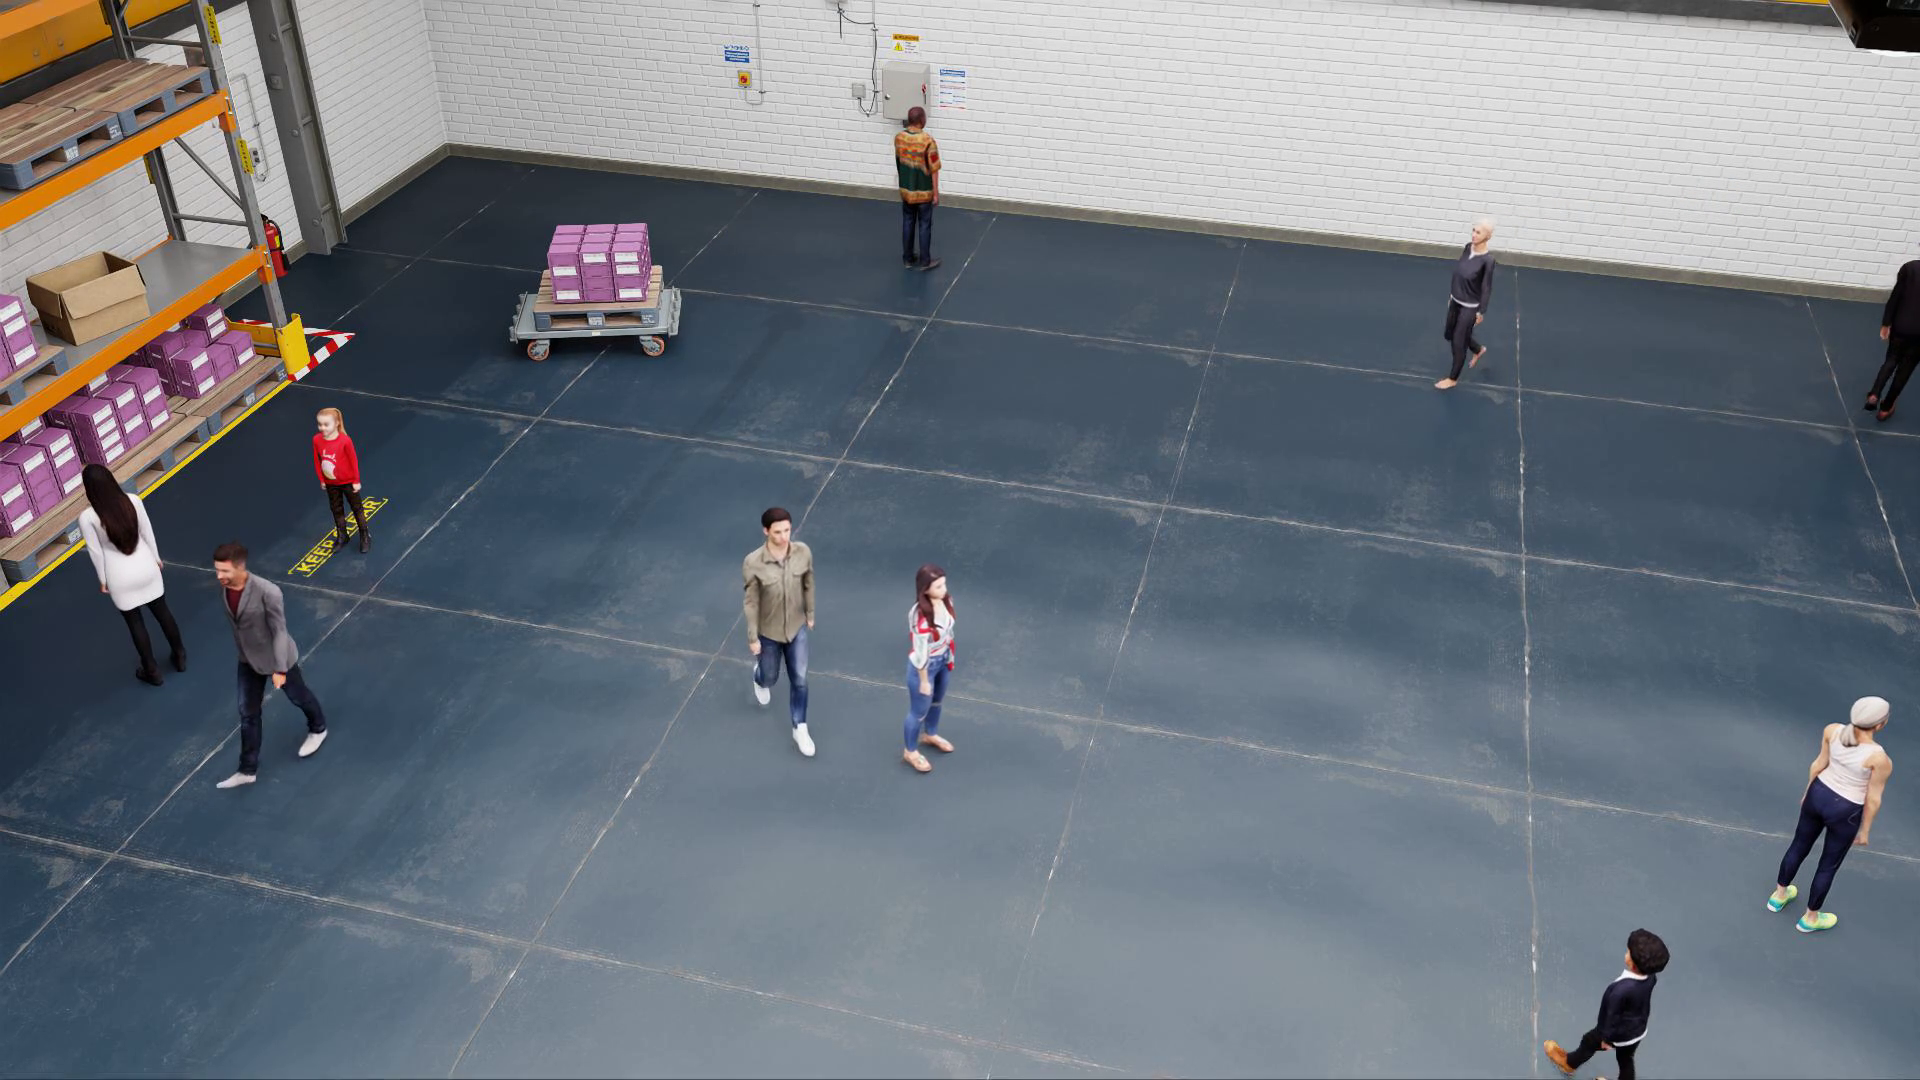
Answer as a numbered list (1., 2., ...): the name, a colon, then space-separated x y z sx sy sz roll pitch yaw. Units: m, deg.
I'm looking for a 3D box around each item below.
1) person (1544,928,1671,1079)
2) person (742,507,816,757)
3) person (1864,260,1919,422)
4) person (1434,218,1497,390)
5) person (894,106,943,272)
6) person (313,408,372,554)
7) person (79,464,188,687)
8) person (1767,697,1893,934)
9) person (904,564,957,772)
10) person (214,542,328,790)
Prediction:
1. person: 3.609 2.617 8.933 0.751 1.207 0.816 -18 38 -25
2. person: -1.273 0.557 11.453 1.093 1.848 1.195 -15 36 -21
3. person: 8.662 -1.911 15.145 0.915 1.871 0.871 -28 43 -36
4. person: 4.895 -2.278 15.844 0.939 1.709 0.920 -12 35 -17
5. person: -0.471 -3.824 18.082 0.762 1.806 0.740 17 37 23
6. person: -5.050 -0.497 13.550 0.546 1.280 0.567 0 34 0
7. person: -5.966 0.247 11.957 0.742 1.807 0.606 26 42 34
8. person: 5.233 1.627 9.975 0.738 1.702 0.673 -17 37 -23
9. person: -0.214 0.839 11.245 0.715 1.609 0.577 21 39 29
10. person: -4.601 0.745 11.187 0.776 1.828 1.120 11 35 16
